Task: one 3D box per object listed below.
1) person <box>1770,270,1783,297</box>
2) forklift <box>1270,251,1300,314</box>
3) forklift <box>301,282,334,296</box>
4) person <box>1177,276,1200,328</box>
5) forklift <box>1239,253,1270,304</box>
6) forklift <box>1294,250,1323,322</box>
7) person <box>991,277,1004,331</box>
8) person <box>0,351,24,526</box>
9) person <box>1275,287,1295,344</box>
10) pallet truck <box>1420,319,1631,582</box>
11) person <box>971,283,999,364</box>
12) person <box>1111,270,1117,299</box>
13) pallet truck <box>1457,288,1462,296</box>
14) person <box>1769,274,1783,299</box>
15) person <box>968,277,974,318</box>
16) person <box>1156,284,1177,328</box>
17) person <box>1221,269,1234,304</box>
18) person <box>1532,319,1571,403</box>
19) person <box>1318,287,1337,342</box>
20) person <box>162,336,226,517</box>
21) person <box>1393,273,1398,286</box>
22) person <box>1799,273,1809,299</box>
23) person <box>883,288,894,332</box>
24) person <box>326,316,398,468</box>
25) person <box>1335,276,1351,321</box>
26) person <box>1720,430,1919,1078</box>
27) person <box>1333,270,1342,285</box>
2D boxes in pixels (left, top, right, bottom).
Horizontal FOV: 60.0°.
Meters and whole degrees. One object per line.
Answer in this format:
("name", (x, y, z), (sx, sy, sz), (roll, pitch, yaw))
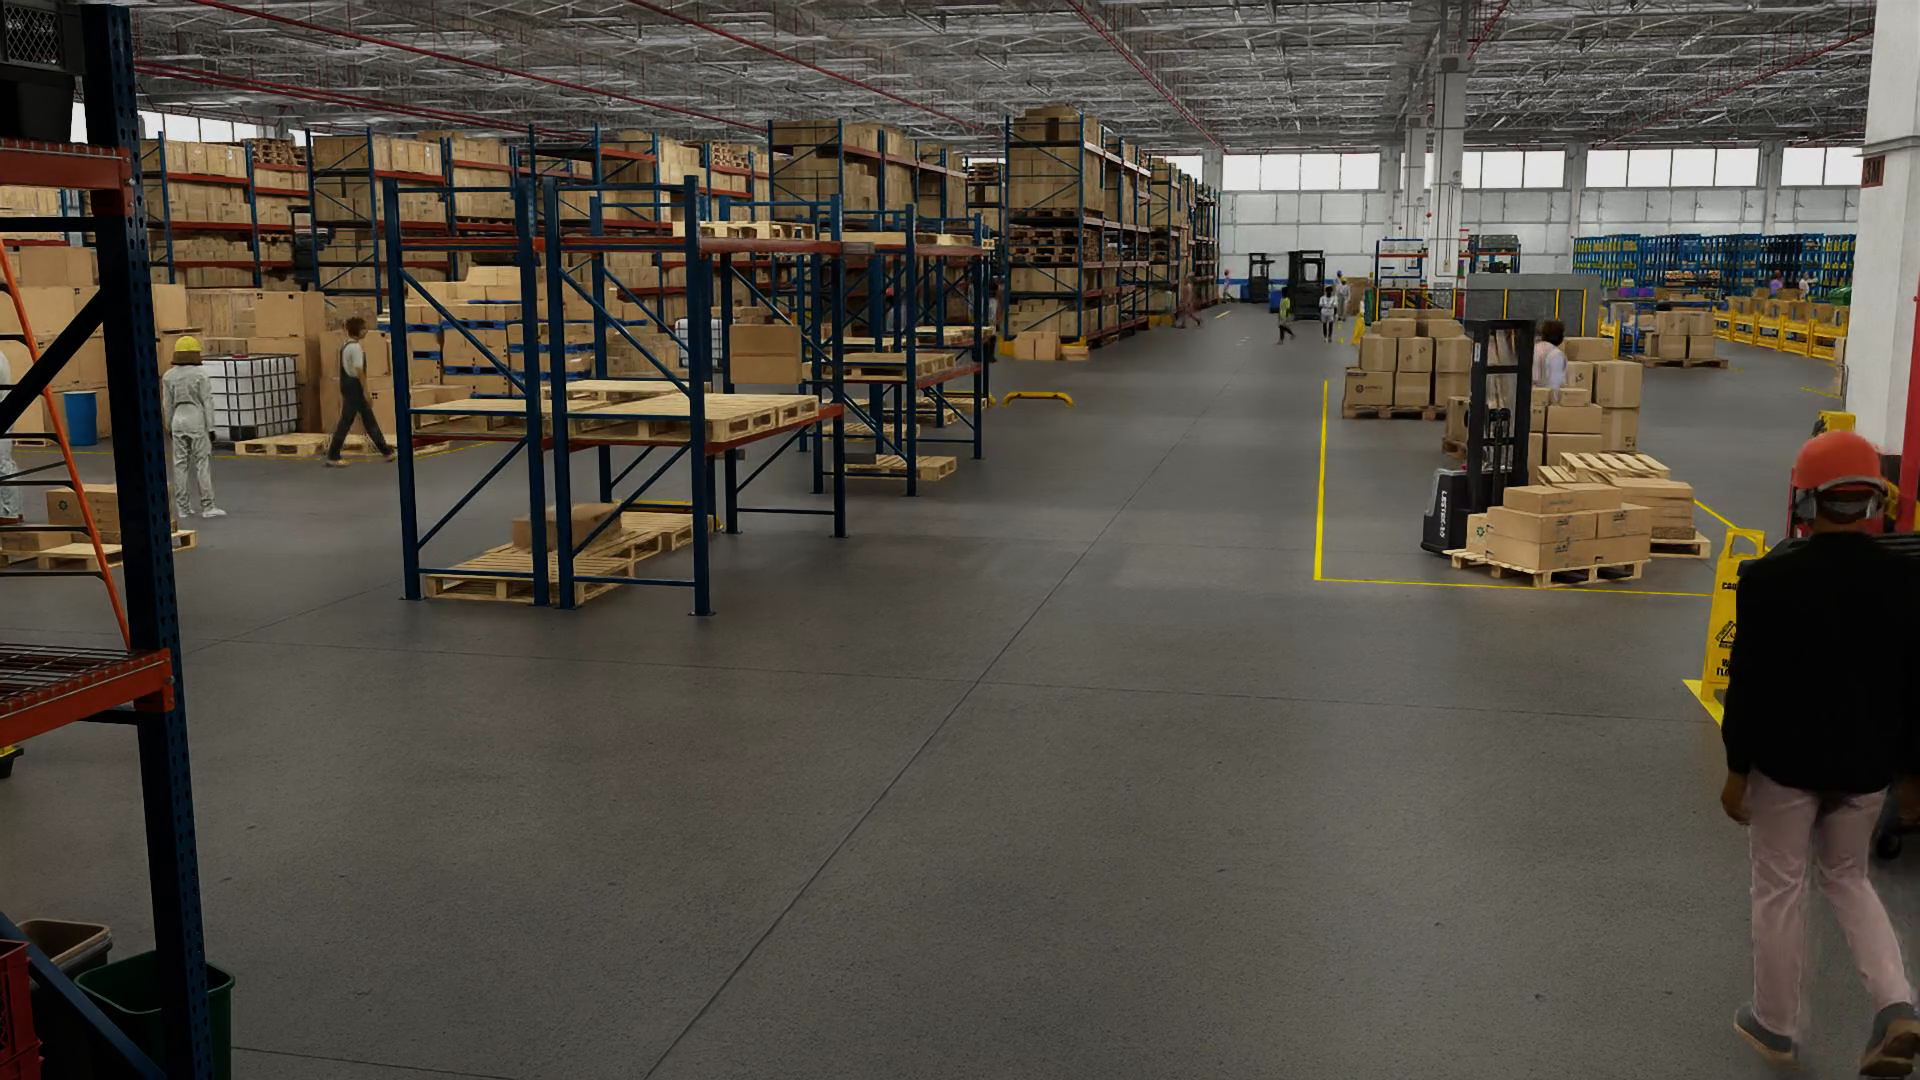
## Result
("person", (36.141, -10.952, 73.677), (0.623, 1.992, 0.396), (-3, 10, -15))
("forklift", (14.874, -11.456, 74.046), (1.873, 2.768, 1.129), (6, 11, 30))
("forklift", (-19.653, -7.541, 50.861), (1.129, 2.768, 1.873), (-2, 10, -12))
("person", (8.185, -8.513, 59.555), (0.710, 1.885, 0.655), (-2, 10, -12))
("forklift", (16.346, -14.457, 91.817), (1.129, 2.768, 1.873), (-4, 10, -21))
("forklift", (13.778, -10.002, 65.433), (1.129, 2.768, 1.873), (2, 10, 12))
("person", (1.223, -8.183, 57.669), (0.642, 1.879, 0.934), (0, 10, -3))
("person", (-8.927, -1.072, 15.386), (0.367, 1.932, 0.623), (-5, 11, -26))
("person", (9.496, -6.531, 48.412), (0.563, 1.679, 0.540), (-1, 10, -7))
("pallet truck", (4.543, -0.757, 13.299), (0.823, 1.965, 1.885), (-4, 10, -22))
("person", (0.626, -5.174, 39.668), (0.638, 1.927, 0.792), (-8, 13, -41))
("person", (8.481, -13.741, 90.510), (0.673, 1.886, 0.576), (0, 10, 3))
("pallet truck", (20.506, -9.785, 68.819), (0.653, 1.274, 1.630), (2, 10, 12))
("person", (35.933, -10.768, 73.141), (0.851, 1.803, 0.639), (-6, 11, -31))
("person", (0.476, -9.190, 63.787), (0.811, 1.814, 0.557), (3, 10, 15))
("person", (7.487, -8.452, 60.056), (0.759, 1.600, 0.522), (-1, 10, -4))
("person", (14.934, -14.169, 92.954), (0.631, 1.919, 0.567), (1, 10, 5))
("person", (6.357, -1.486, 18.128), (0.551, 1.826, 0.631), (-1, 10, -7))
("person", (10.990, -6.735, 49.717), (0.535, 1.653, 0.869), (3, 10, 15))
("person", (-7.386, -1.083, 15.988), (0.487, 1.741, 0.312), (1, 10, 7))
("person", (23.091, -13.294, 88.325), (0.485, 1.735, 0.347), (-6, 11, -32))
("person", (35.397, -10.245, 69.763), (0.400, 1.905, 0.645), (6, 11, 33))
("person", (-1.262, -4.041, 32.987), (0.671, 1.920, 0.550), (1, 10, 5))
("person", (-7.138, -1.760, 19.826), (0.983, 1.791, 0.535), (-5, 11, -28))
("person", (15.325, -9.660, 66.598), (0.606, 1.811, 0.825), (1, 10, 7))
("person", (2.606, 0.665, 4.960), (0.615, 1.975, 0.604), (0, 10, 0))
("person", (18.203, -11.997, 80.039), (0.616, 1.935, 0.418), (-6, 11, -33))
